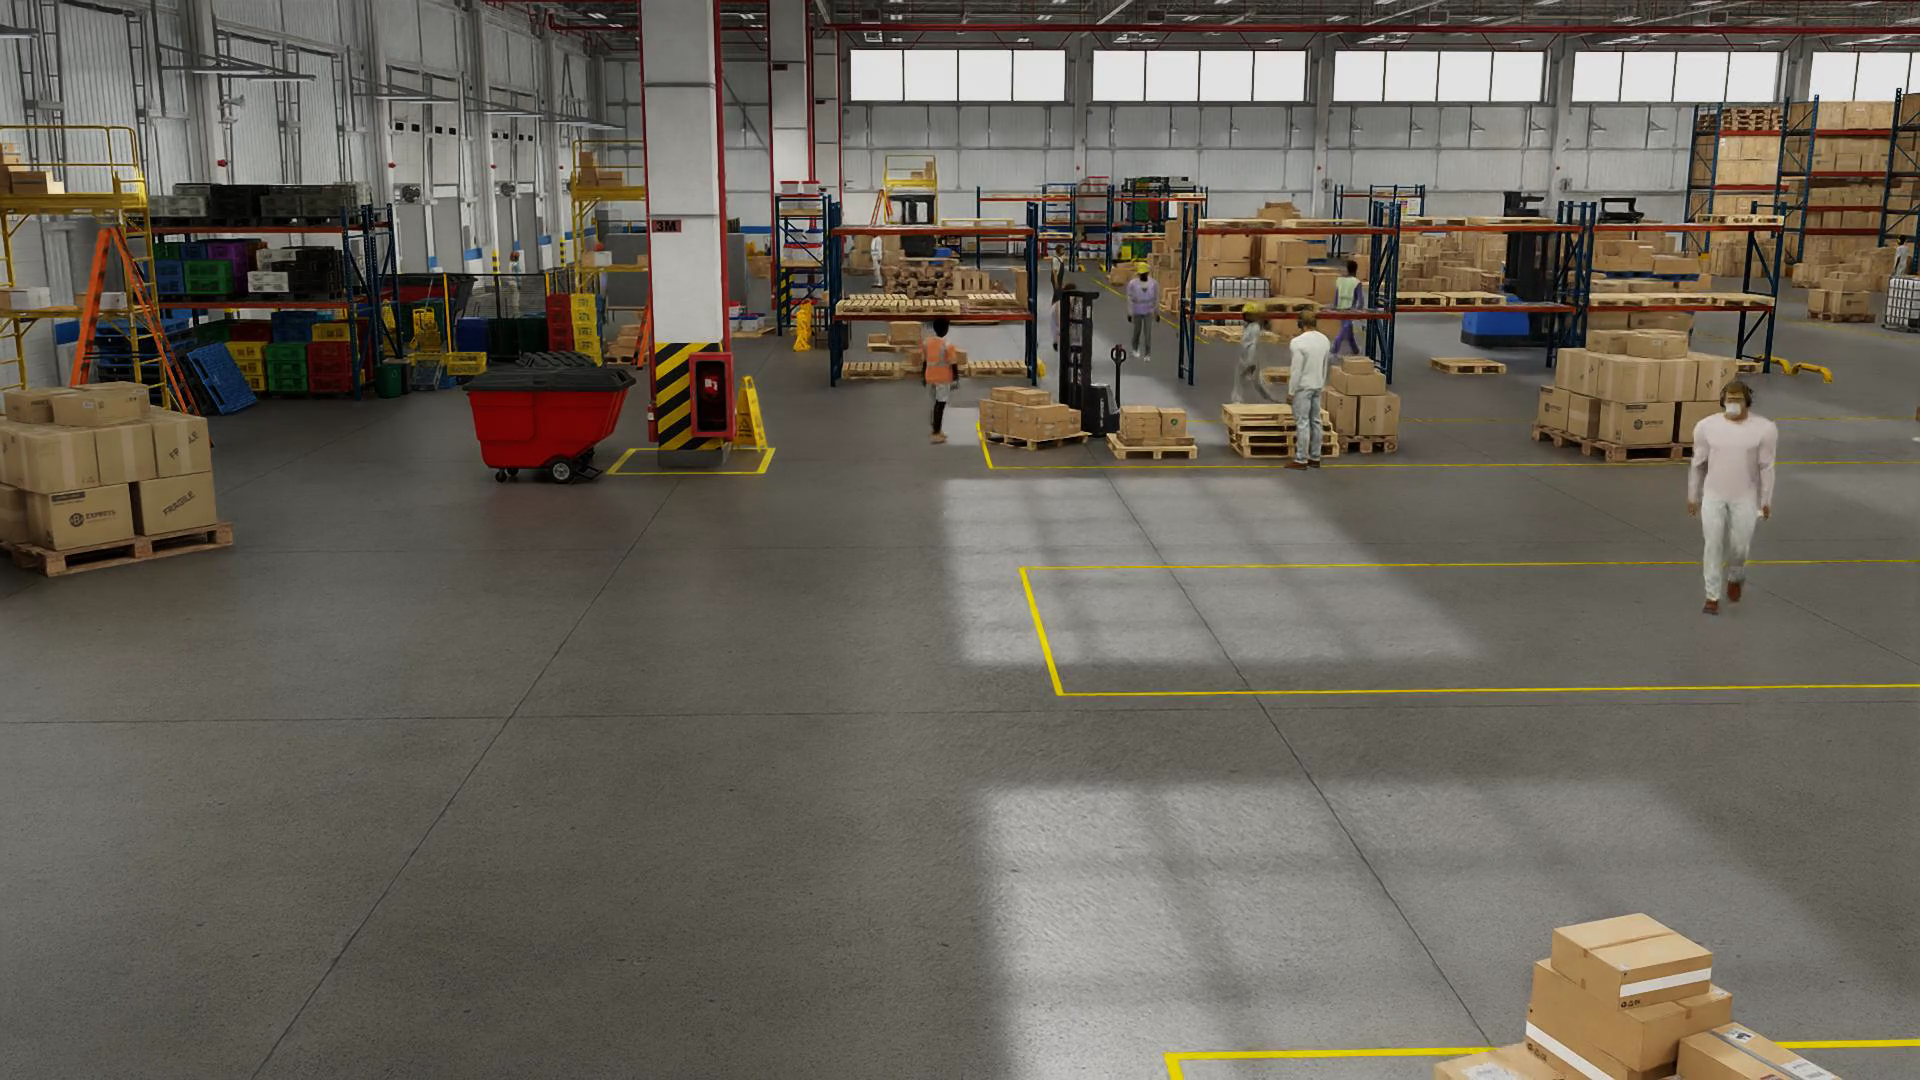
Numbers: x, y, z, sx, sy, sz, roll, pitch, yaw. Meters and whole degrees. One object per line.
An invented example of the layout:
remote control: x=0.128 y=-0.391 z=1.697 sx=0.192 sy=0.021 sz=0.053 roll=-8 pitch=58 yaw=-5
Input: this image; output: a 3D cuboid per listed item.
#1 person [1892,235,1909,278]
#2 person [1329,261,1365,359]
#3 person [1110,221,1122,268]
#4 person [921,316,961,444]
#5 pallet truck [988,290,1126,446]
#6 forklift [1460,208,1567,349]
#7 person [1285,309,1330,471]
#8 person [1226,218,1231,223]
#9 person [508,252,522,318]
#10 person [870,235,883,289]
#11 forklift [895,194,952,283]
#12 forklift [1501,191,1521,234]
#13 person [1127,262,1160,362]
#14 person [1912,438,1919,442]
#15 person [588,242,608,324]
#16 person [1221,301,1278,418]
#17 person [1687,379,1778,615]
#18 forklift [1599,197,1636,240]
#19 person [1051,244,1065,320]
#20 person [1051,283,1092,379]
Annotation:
person: x=25.721 y=-7.425 z=45.560 sx=0.521 sy=1.865 sz=0.328 roll=-9 pitch=15 yaw=-34
person: x=7.478 y=-4.412 z=31.968 sx=1.021 sy=1.869 sz=0.613 roll=-9 pitch=15 yaw=-34
person: x=5.286 y=-9.760 z=55.968 sx=0.530 sy=1.920 sz=0.570 roll=-5 pitch=13 yaw=-20
person: x=-0.222 y=-2.123 z=22.048 sx=0.553 sy=1.671 sz=0.637 roll=10 pitch=16 yaw=37
pallet truck: x=1.257 y=-2.299 z=22.111 sx=1.885 sy=1.965 sz=0.823 roll=-9 pitch=15 yaw=-35
forklift: x=11.294 y=-5.309 z=33.691 sx=1.873 sy=2.768 sz=1.129 roll=0 pitch=12 yaw=-2
person: x=4.166 y=-1.802 z=20.008 sx=0.628 sy=1.936 sz=0.374 roll=-10 pitch=16 yaw=-37
person: x=9.676 y=-10.598 z=59.766 sx=0.666 sy=1.908 sz=0.803 roll=0 pitch=12 yaw=1
person: x=-10.895 y=-6.239 z=40.739 sx=0.314 sy=1.634 sz=0.515 roll=-7 pitch=14 yaw=-30
person: x=-2.562 y=-8.670 z=51.154 sx=0.343 sy=1.881 sz=0.580 roll=-5 pitch=14 yaw=-23
forklift: x=-1.215 y=-9.773 z=53.845 sx=1.129 sy=2.768 sz=1.873 roll=10 pitch=16 yaw=38
forklift: x=20.800 y=-11.780 z=62.907 sx=1.873 sy=2.768 sz=1.129 roll=0 pitch=12 yaw=-2
person: x=3.508 y=-4.382 z=31.807 sx=0.633 sy=1.883 sz=0.895 roll=0 pitch=12 yaw=1
person: x=12.955 y=-2.111 z=21.638 sx=0.527 sy=1.841 sz=0.865 roll=-9 pitch=15 yaw=-36
person: x=-8.498 y=-6.068 z=39.323 sx=0.547 sy=1.920 sz=0.474 roll=1 pitch=13 yaw=5
person: x=4.276 y=-2.616 z=24.199 sx=0.837 sy=1.713 sz=0.495 roll=-3 pitch=13 yaw=-14
person: x=6.227 y=-0.350 z=13.482 sx=0.646 sy=1.920 sz=0.483 roll=7 pitch=14 yaw=30
forklift: x=18.753 y=-8.413 z=47.705 sx=1.129 sy=2.768 sz=1.873 roll=2 pitch=13 yaw=10
person: x=2.377 y=-6.244 z=40.305 sx=0.341 sy=1.839 sz=0.501 roll=4 pitch=13 yaw=16
person: x=1.779 y=-3.229 z=26.841 sx=0.607 sy=1.809 sz=0.958 roll=6 pitch=14 yaw=26
